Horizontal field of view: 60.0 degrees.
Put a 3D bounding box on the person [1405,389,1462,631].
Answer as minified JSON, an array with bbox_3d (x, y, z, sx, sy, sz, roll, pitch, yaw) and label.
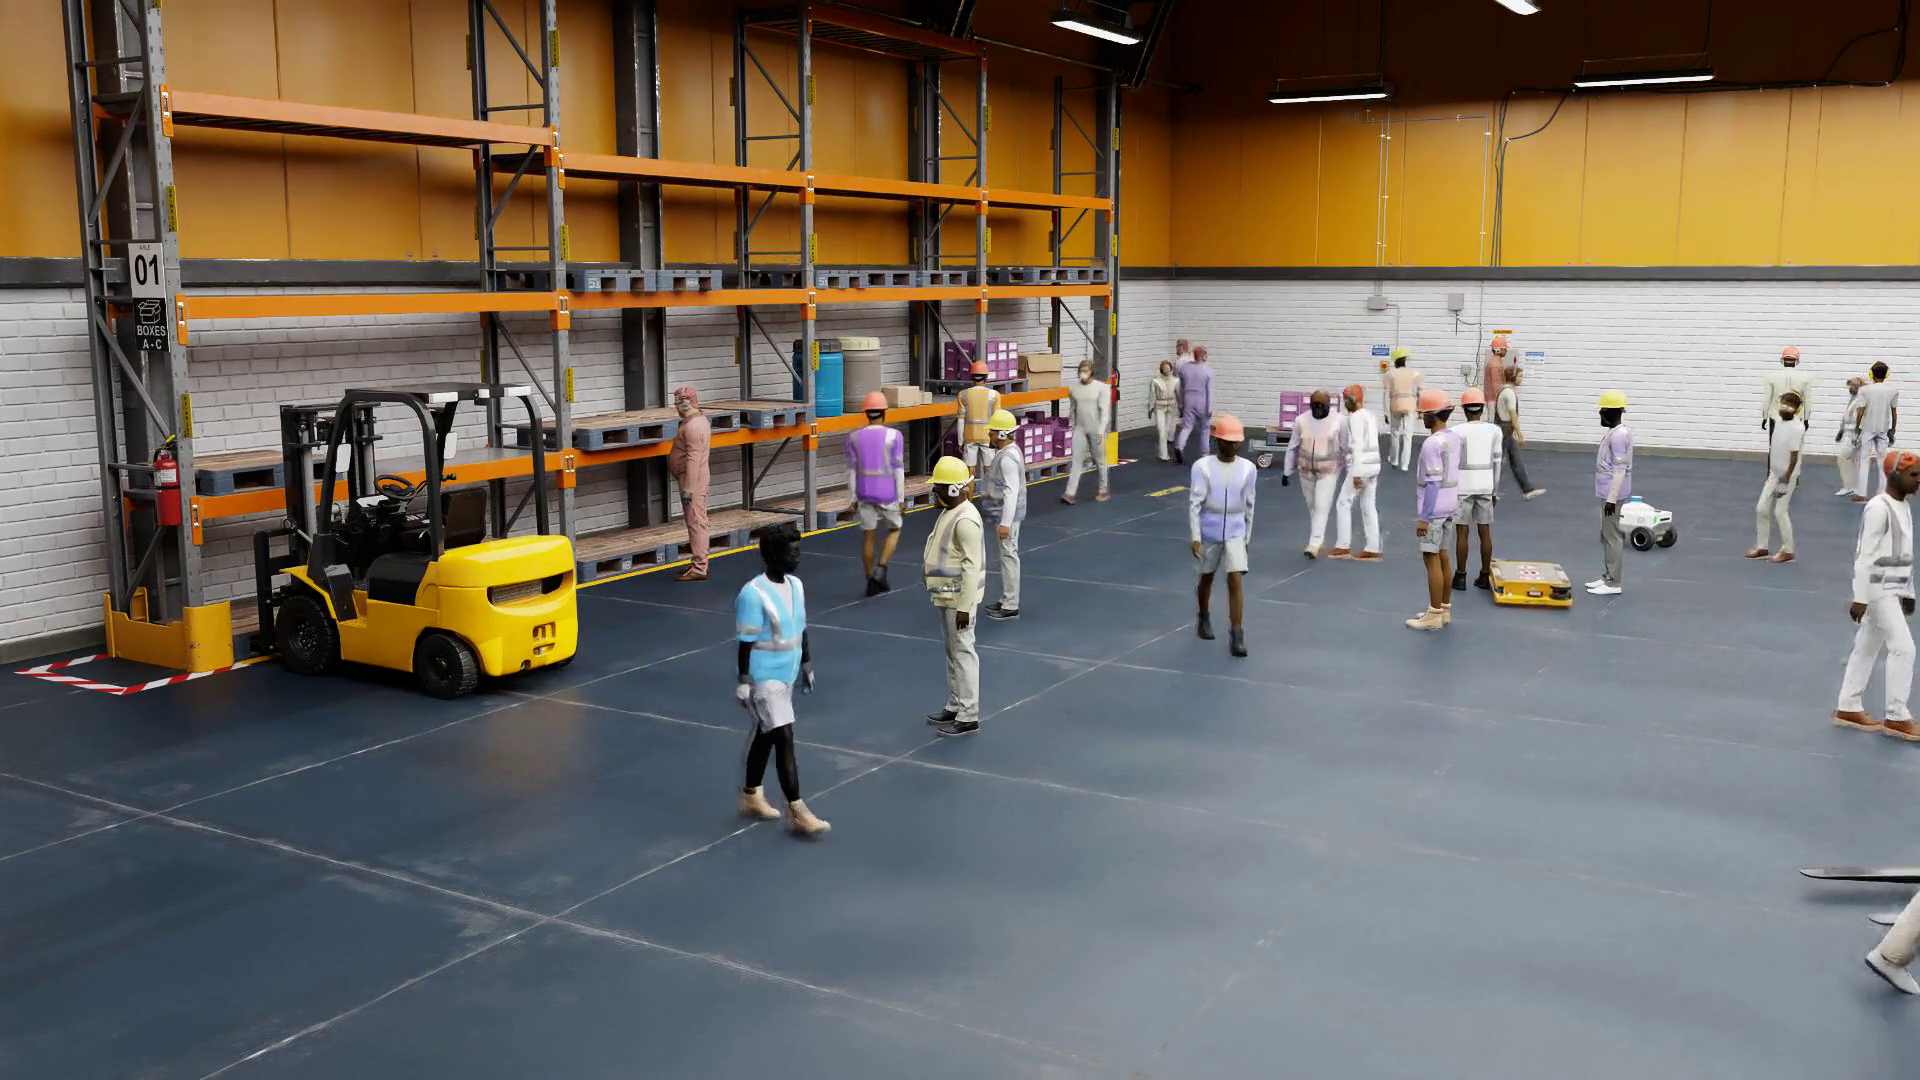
[{"bbox_3d":[3.991,-0.253,14.051,0.381,2.040,0.616,6,11,34],"label":"person"}]

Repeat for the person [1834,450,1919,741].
[{"bbox_3d":[6.113,0.360,10.777,0.757,1.858,0.620,8,12,41],"label":"person"}]

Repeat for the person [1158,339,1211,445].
[{"bbox_3d":[3.973,-2.604,29.251,0.923,1.876,0.637,8,12,40],"label":"person"}]

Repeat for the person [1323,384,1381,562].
[{"bbox_3d":[4.147,-0.703,17.473,0.718,1.843,0.637,7,11,36],"label":"person"}]

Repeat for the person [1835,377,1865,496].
[{"bbox_3d":[12.028,-1.389,22.458,0.527,1.617,0.539,3,9,15],"label":"person"}]

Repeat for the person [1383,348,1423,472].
[{"bbox_3d":[6.761,-1.997,25.462,0.624,1.861,0.994,1,9,8],"label":"person"}]

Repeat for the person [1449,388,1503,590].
[{"bbox_3d":[4.858,-0.480,15.827,0.545,1.927,0.385,-1,9,-6],"label":"person"}]

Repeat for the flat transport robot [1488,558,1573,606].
[{"bbox_3d":[5.315,0.387,15.567,0.652,0.197,1.431,2,9,14],"label":"flat transport robot"}]

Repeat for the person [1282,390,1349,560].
[{"bbox_3d":[3.784,-0.700,17.656,0.705,1.778,0.980,6,11,33],"label":"person"}]

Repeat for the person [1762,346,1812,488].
[{"bbox_3d":[11.605,-1.722,23.368,0.619,1.992,0.396,4,10,24],"label":"person"}]

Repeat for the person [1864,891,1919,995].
[{"bbox_3d":[4.242,1.126,6.866,0.871,1.589,0.586,1,9,9],"label":"person"}]

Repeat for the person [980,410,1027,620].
[{"bbox_3d":[0.379,-0.218,14.482,0.404,1.835,0.588,0,9,2],"label":"person"}]

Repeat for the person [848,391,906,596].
[{"bbox_3d":[-0.770,-0.429,15.529,0.569,1.917,0.414,3,10,17],"label":"person"}]

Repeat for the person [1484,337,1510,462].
[{"bbox_3d":[8.598,-2.255,26.693,0.375,1.995,0.609,2,9,12],"label":"person"}]

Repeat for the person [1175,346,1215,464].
[{"bbox_3d":[3.717,-2.131,26.297,0.652,1.881,0.847,6,11,33],"label":"person"}]

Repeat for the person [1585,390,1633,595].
[{"bbox_3d":[6.102,-0.448,15.622,0.370,1.925,0.595,3,10,18],"label":"person"}]

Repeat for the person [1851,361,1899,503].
[{"bbox_3d":[11.966,-1.403,21.772,0.534,1.866,0.315,1,9,9],"label":"person"}]

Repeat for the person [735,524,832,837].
[{"bbox_3d":[-0.911,0.745,8.956,0.782,1.663,0.540,5,10,27],"label":"person"}]

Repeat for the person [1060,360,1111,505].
[{"bbox_3d":[1.663,-1.405,21.749,0.639,1.887,1.013,5,11,30],"label":"person"}]

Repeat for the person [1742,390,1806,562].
[{"bbox_3d":[8.484,-0.647,17.212,0.560,1.818,0.611,-2,9,-10],"label":"person"}]

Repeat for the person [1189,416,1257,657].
[{"bbox_3d":[2.098,-0.061,13.362,0.551,1.893,0.985,0,9,-1],"label":"person"}]

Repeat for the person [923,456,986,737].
[{"bbox_3d":[-0.041,0.365,10.849,0.403,1.830,0.601,-2,9,-11],"label":"person"}]

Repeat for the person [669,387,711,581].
[{"bbox_3d":[-2.651,-0.549,16.344,0.407,1.902,0.638,0,9,-2],"label":"person"}]

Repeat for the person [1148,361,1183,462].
[{"bbox_3d":[3.317,-2.044,26.551,0.529,1.603,0.765,-3,10,-20],"label":"person"}]

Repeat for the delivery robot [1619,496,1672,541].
[{"bbox_3d":[7.436,-0.239,18.301,0.477,0.478,0.707,-6,11,-34],"label":"delivery robot"}]

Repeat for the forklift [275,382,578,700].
[{"bbox_3d":[-3.974,-0.067,12.417,2.313,2.155,1.214,5,11,30],"label":"forklift"}]

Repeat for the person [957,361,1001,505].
[{"bbox_3d":[0.236,-1.253,20.626,0.551,1.933,0.373,0,9,2],"label":"person"}]

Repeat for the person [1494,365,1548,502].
[{"bbox_3d":[7.275,-1.380,21.819,0.939,1.796,0.542,2,9,14],"label":"person"}]
